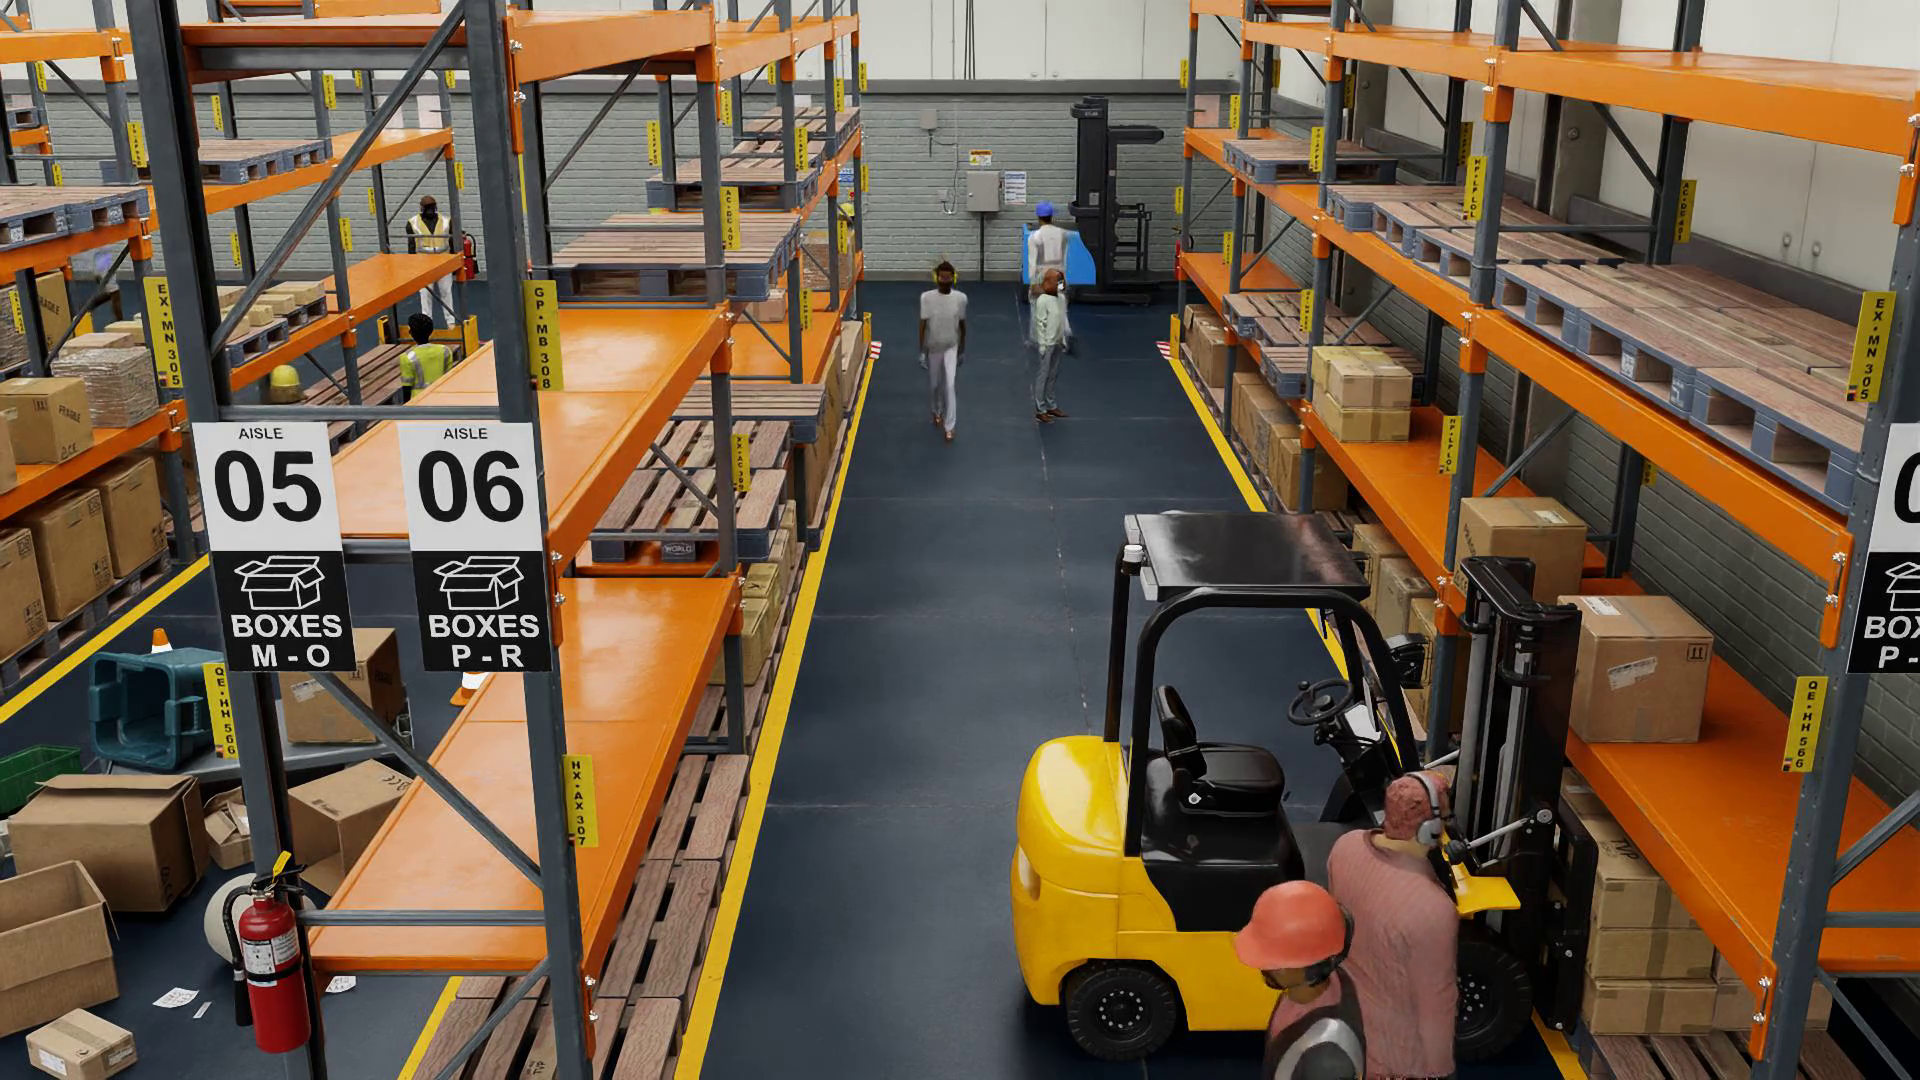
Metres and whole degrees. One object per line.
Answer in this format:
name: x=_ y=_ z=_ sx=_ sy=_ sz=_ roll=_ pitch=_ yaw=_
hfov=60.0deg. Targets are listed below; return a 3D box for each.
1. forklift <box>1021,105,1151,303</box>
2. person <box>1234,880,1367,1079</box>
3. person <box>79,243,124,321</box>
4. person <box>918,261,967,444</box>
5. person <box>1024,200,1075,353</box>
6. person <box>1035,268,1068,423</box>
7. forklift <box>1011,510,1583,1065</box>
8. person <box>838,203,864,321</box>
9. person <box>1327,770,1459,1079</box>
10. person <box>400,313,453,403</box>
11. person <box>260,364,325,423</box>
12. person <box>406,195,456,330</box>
forklift: x=1.857 y=-4.944 z=24.441 sx=1.873 sy=2.768 sz=1.129 roll=0 pitch=18 yaw=0
person: x=1.029 y=1.923 z=5.021 sx=0.489 sy=2.028 sz=0.702 roll=2 pitch=18 yaw=7
person: x=-11.400 y=-3.618 z=21.986 sx=0.799 sy=1.894 sz=0.584 roll=-2 pitch=18 yaw=-7
person: x=-0.183 y=-1.976 z=17.132 sx=0.512 sy=1.834 sz=0.950 roll=-1 pitch=18 yaw=-2
person: x=1.138 y=-3.321 z=21.045 sx=0.612 sy=1.919 sz=0.837 roll=-9 pitch=20 yaw=-25
person: x=0.984 y=-2.080 z=17.736 sx=0.283 sy=1.633 sz=0.497 roll=12 pitch=22 yaw=32
forklift: x=1.387 y=1.055 z=7.378 sx=2.313 sy=2.155 sz=1.214 roll=0 pitch=18 yaw=0
person: x=-1.511 y=-3.646 z=22.318 sx=0.486 sy=1.737 sz=0.319 roll=-7 pitch=20 yaw=-20
person: x=1.542 y=1.693 z=5.919 sx=0.404 sy=1.897 sz=0.660 roll=-5 pitch=19 yaw=-15
person: x=-4.771 y=-1.199 z=14.984 sx=0.319 sy=1.692 sz=0.536 roll=14 pitch=23 yaw=36
person: x=-5.062 y=-0.483 z=12.734 sx=0.492 sy=1.742 sz=0.319 roll=-16 pitch=24 yaw=-40
person: x=-7.058 y=-3.695 z=22.311 sx=0.632 sy=1.836 sz=0.429 roll=-8 pitch=20 yaw=-23
